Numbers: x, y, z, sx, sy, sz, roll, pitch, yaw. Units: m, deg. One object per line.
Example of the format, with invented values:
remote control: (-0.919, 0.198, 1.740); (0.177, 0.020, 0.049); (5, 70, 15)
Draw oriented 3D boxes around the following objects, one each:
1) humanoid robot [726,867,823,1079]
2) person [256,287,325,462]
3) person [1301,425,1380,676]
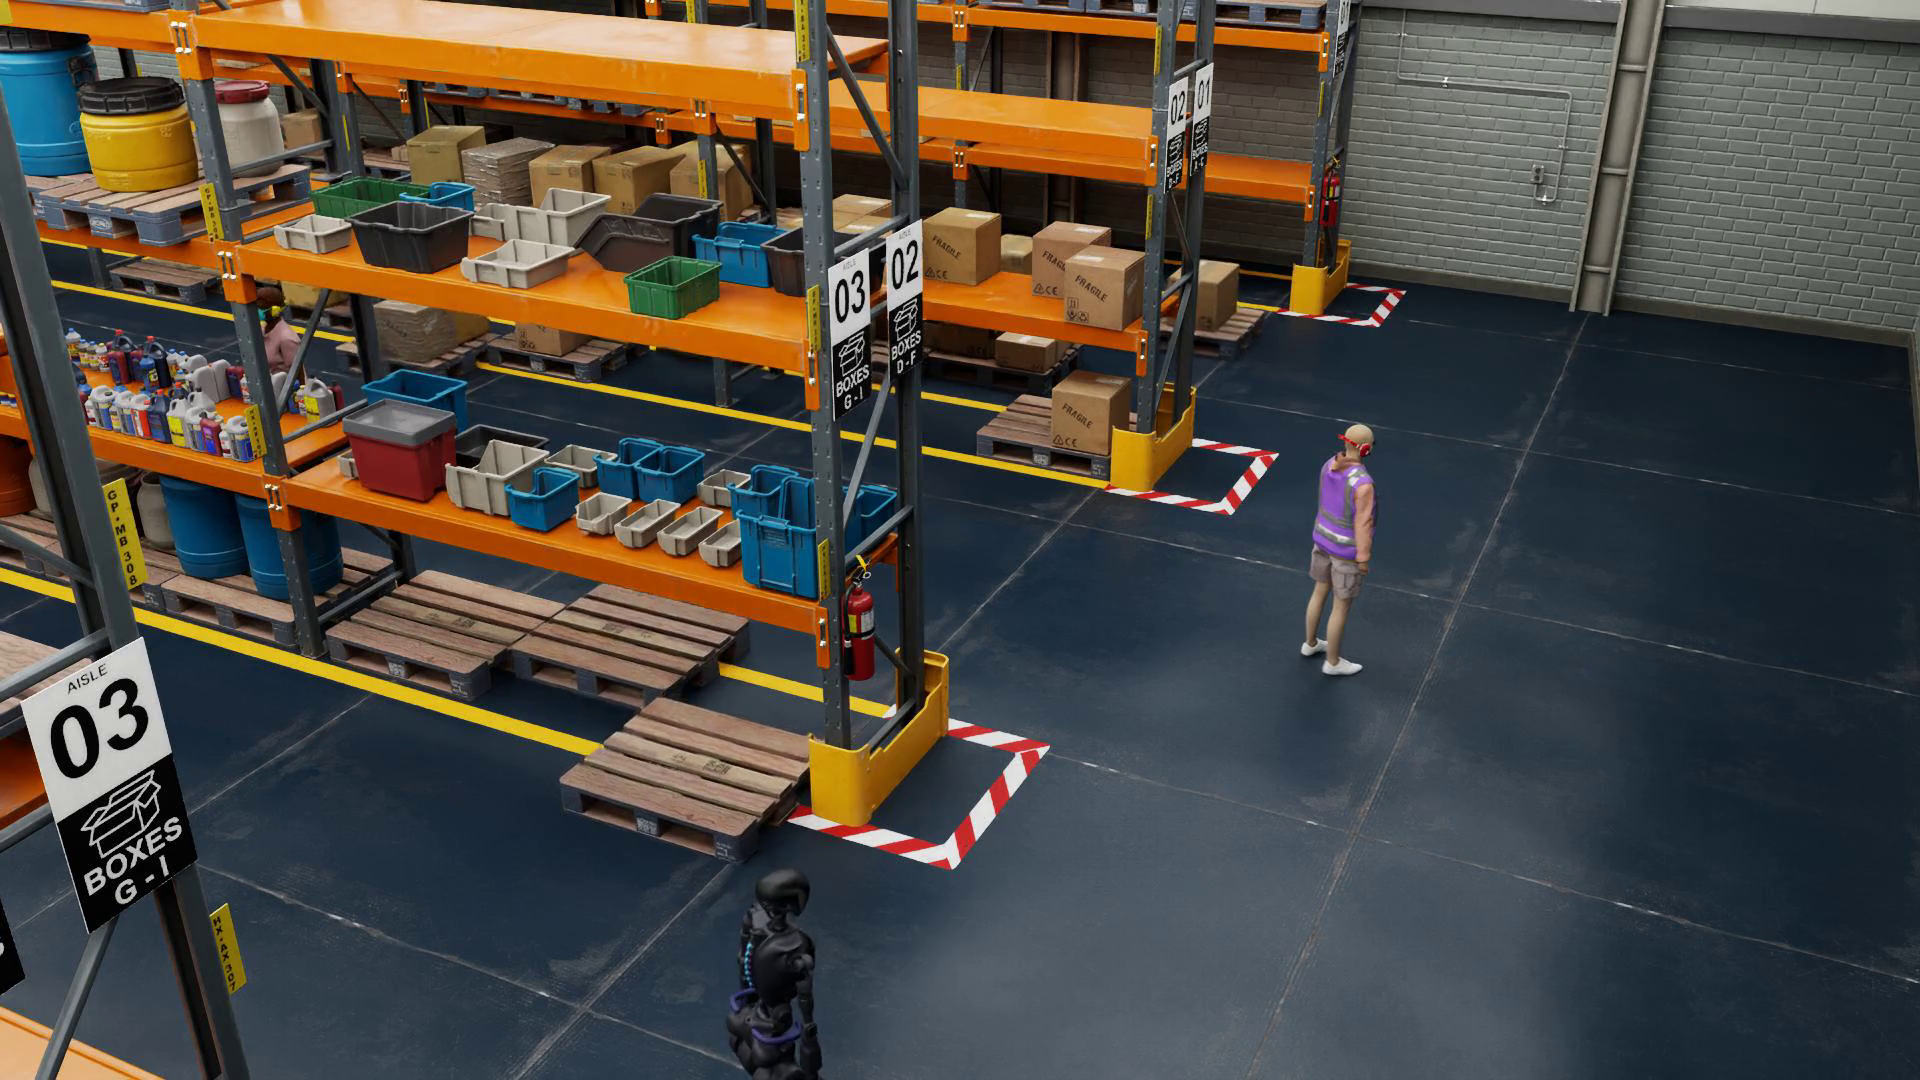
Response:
humanoid robot: (-0.771, 2.016, 6.672); (0.766, 1.627, 0.599); (-17, 31, -31)
person: (-5.151, -1.067, 12.736); (0.520, 1.803, 0.331); (22, 34, 37)
person: (2.428, 0.058, 10.587); (0.350, 1.688, 0.489); (-11, 28, -21)
